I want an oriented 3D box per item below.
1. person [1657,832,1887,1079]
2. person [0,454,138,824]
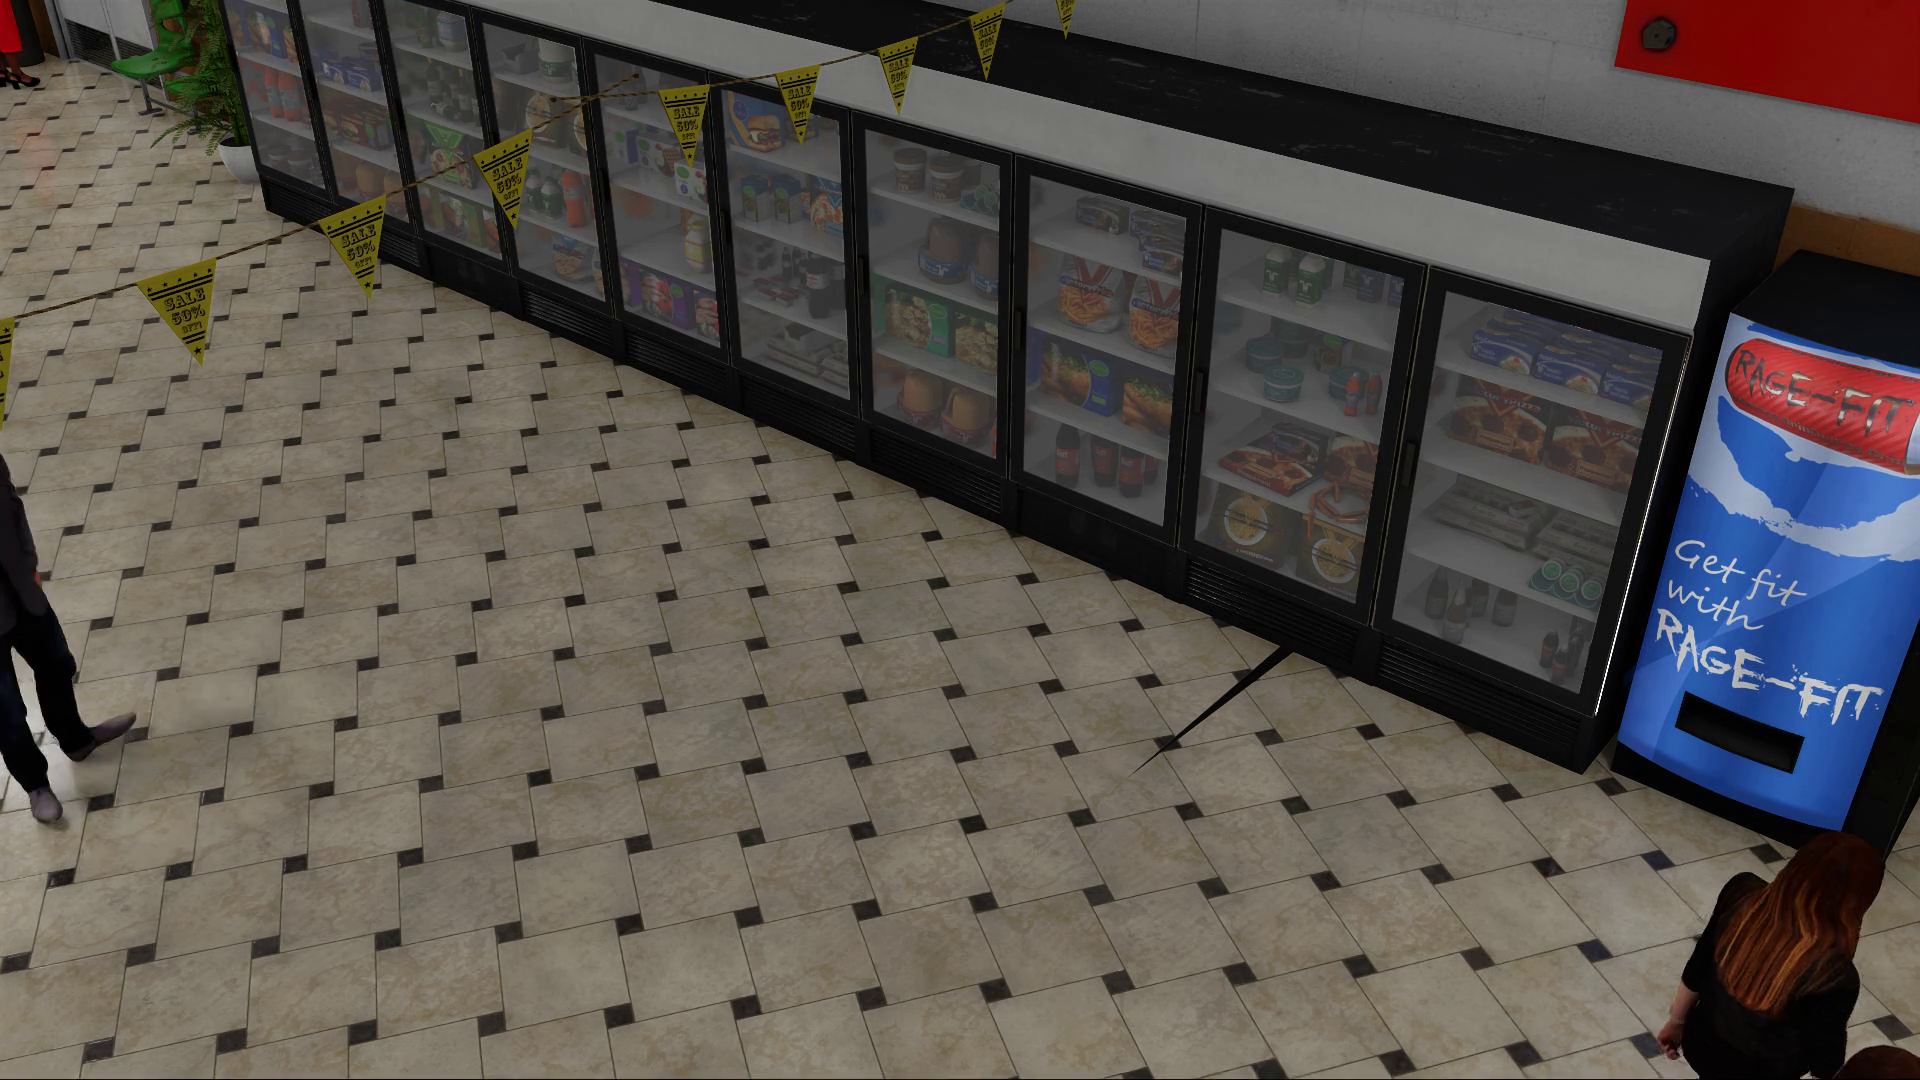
[{"bbox_3d":[2.056,1.468,4.566,0.993,1.682,0.894,-10,33,-15],"label":"person"},{"bbox_3d":[-3.693,0.244,6.375,1.020,1.848,0.727,4,32,6],"label":"person"}]
